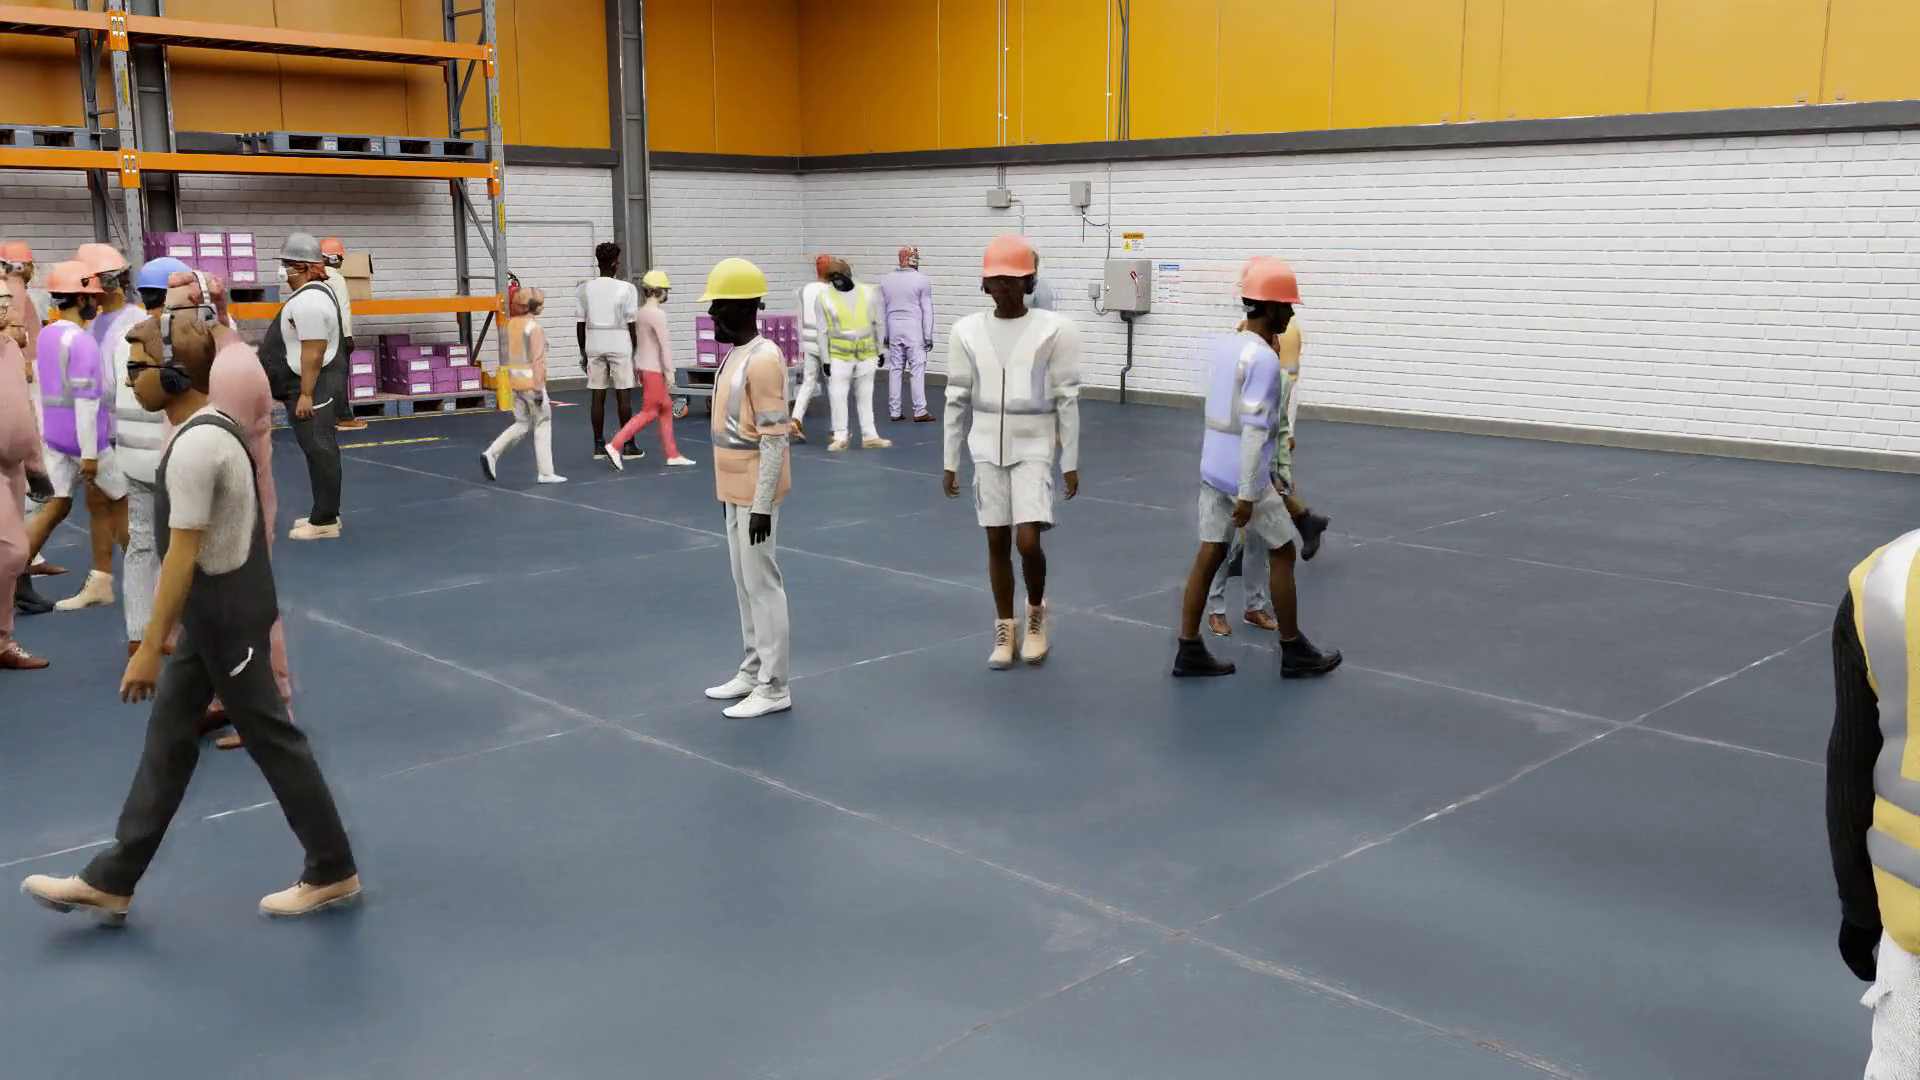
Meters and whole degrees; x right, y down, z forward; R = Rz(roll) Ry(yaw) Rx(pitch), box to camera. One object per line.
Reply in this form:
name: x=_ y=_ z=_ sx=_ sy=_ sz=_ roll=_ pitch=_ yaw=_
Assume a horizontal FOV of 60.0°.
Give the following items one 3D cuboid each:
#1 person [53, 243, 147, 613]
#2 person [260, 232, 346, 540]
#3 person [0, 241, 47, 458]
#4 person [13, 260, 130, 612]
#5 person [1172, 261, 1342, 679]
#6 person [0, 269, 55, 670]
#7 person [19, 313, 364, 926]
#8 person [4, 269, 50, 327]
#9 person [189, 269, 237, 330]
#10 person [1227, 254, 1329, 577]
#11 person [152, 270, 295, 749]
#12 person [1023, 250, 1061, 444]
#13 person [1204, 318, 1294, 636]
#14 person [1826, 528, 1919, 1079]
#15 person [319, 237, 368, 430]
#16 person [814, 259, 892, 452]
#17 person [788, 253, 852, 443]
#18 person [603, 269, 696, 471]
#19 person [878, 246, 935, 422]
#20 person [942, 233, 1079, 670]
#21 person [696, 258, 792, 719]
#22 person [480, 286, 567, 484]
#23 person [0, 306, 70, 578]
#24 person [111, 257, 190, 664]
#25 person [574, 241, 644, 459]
person: x=-4.543 y=-0.643 z=9.238 sx=0.636 sy=1.996 sz=1.040 roll=6 pitch=12 yaw=32
person: x=-4.405 y=-1.031 z=11.164 sx=0.537 sy=2.000 sz=0.682 roll=-3 pitch=11 yaw=-15
person: x=-8.173 y=-1.574 z=14.308 sx=0.764 sy=1.976 sz=0.616 roll=-9 pitch=13 yaw=-39
person: x=-4.809 y=-0.557 z=9.001 sx=0.557 sy=1.896 sz=0.977 roll=7 pitch=13 yaw=35
person: x=1.383 y=-0.298 z=7.564 sx=0.883 sy=1.899 sz=0.565 roll=-3 pitch=11 yaw=-17
person: x=-4.429 y=-0.304 z=7.618 sx=0.423 sy=1.890 sz=0.641 roll=-1 pitch=10 yaw=-4
person: x=-2.229 y=0.262 z=4.768 sx=0.950 sy=1.793 sz=0.537 roll=-5 pitch=11 yaw=-24
person: x=-8.478 y=-1.658 z=15.091 sx=0.508 sy=1.860 sz=0.334 roll=-10 pitch=14 yaw=-42
person: x=-5.390 y=-1.042 z=11.865 sx=0.614 sy=1.811 sz=0.584 roll=1 pitch=10 yaw=4
person: x=1.860 y=-0.734 z=9.902 sx=0.784 sy=1.921 sz=0.554 roll=-3 pitch=11 yaw=-17
person: x=-2.935 y=-0.092 z=6.483 sx=0.592 sy=1.886 sz=0.648 roll=-8 pitch=13 yaw=-38
person: x=0.726 y=-1.846 z=16.035 sx=1.020 sy=1.899 sz=0.640 roll=-6 pitch=12 yaw=-29
person: x=1.470 y=-0.334 z=8.475 sx=0.498 sy=1.633 sz=0.278 roll=-4 pitch=11 yaw=-21
person: x=1.678 y=0.638 z=2.609 sx=0.430 sy=1.845 sz=0.624 roll=-6 pitch=12 yaw=-30
person: x=-6.519 y=-2.143 z=17.350 sx=0.611 sy=1.996 sz=0.378 roll=8 pitch=13 yaw=38
person: x=-0.966 y=-1.723 z=15.618 sx=0.772 sy=1.809 sz=0.433 roll=-4 pitch=11 yaw=-21
person: x=-1.382 y=-1.865 z=16.263 sx=0.587 sy=1.846 sz=0.895 roll=6 pitch=12 yaw=30
person: x=-2.714 y=-1.466 z=14.386 sx=0.795 sy=1.736 sz=0.527 roll=-6 pitch=12 yaw=-28
person: x=-0.557 y=-2.232 z=18.092 sx=0.643 sy=1.905 sz=0.399 roll=6 pitch=12 yaw=28
person: x=0.224 y=-0.388 z=7.694 sx=0.627 sy=2.025 sz=0.438 roll=4 pitch=11 yaw=20
person: x=-0.905 y=-0.215 z=7.022 sx=0.369 sy=1.925 sz=0.594 roll=-4 pitch=11 yaw=-20
person: x=-3.538 y=-1.233 z=13.410 sx=0.626 sy=1.616 sz=0.511 roll=-10 pitch=14 yaw=-43
person: x=-5.580 y=-0.548 z=9.667 sx=0.543 sy=1.617 sz=0.504 roll=-8 pitch=13 yaw=-36
person: x=-3.684 y=-0.379 z=7.956 sx=0.630 sy=1.910 sz=0.805 roll=8 pitch=13 yaw=37
person: x=-3.168 y=-1.706 z=15.046 sx=0.607 sy=1.966 sz=0.374 roll=2 pitch=11 yaw=11
